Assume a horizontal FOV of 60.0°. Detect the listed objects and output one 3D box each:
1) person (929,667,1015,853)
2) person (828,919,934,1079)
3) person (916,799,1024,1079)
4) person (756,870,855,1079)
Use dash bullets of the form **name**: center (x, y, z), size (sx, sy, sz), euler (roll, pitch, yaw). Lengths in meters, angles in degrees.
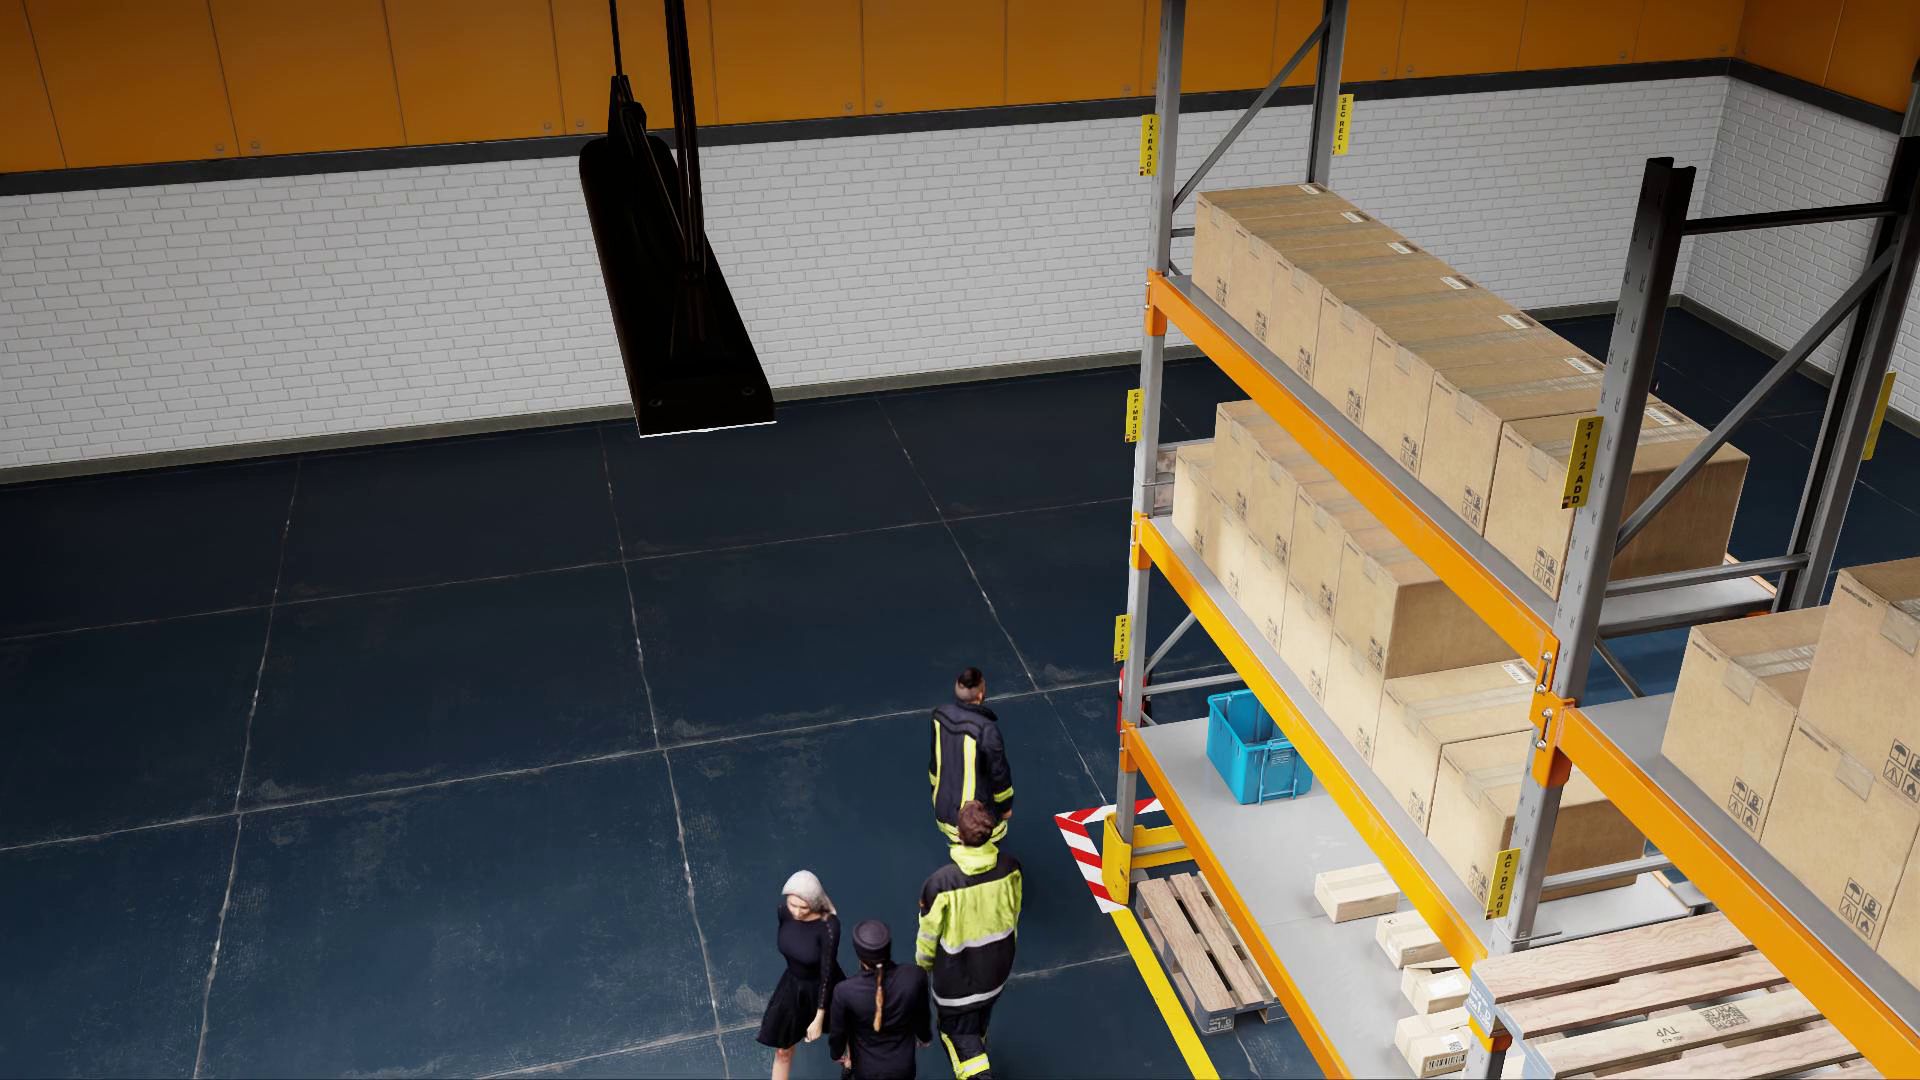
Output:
- **person**: center (0.013, 1.645, 10.485), size (1.057, 1.837, 1.072), euler (-25, 37, -37)
- **person**: center (-0.385, 2.721, 8.689), size (0.714, 1.666, 0.693), euler (-8, 30, -15)
- **person**: center (0.087, 2.324, 9.105), size (0.952, 1.964, 1.193), euler (-15, 32, -26)
- **person**: center (-0.747, 2.466, 9.129), size (1.059, 1.693, 1.156), euler (15, 32, 25)
